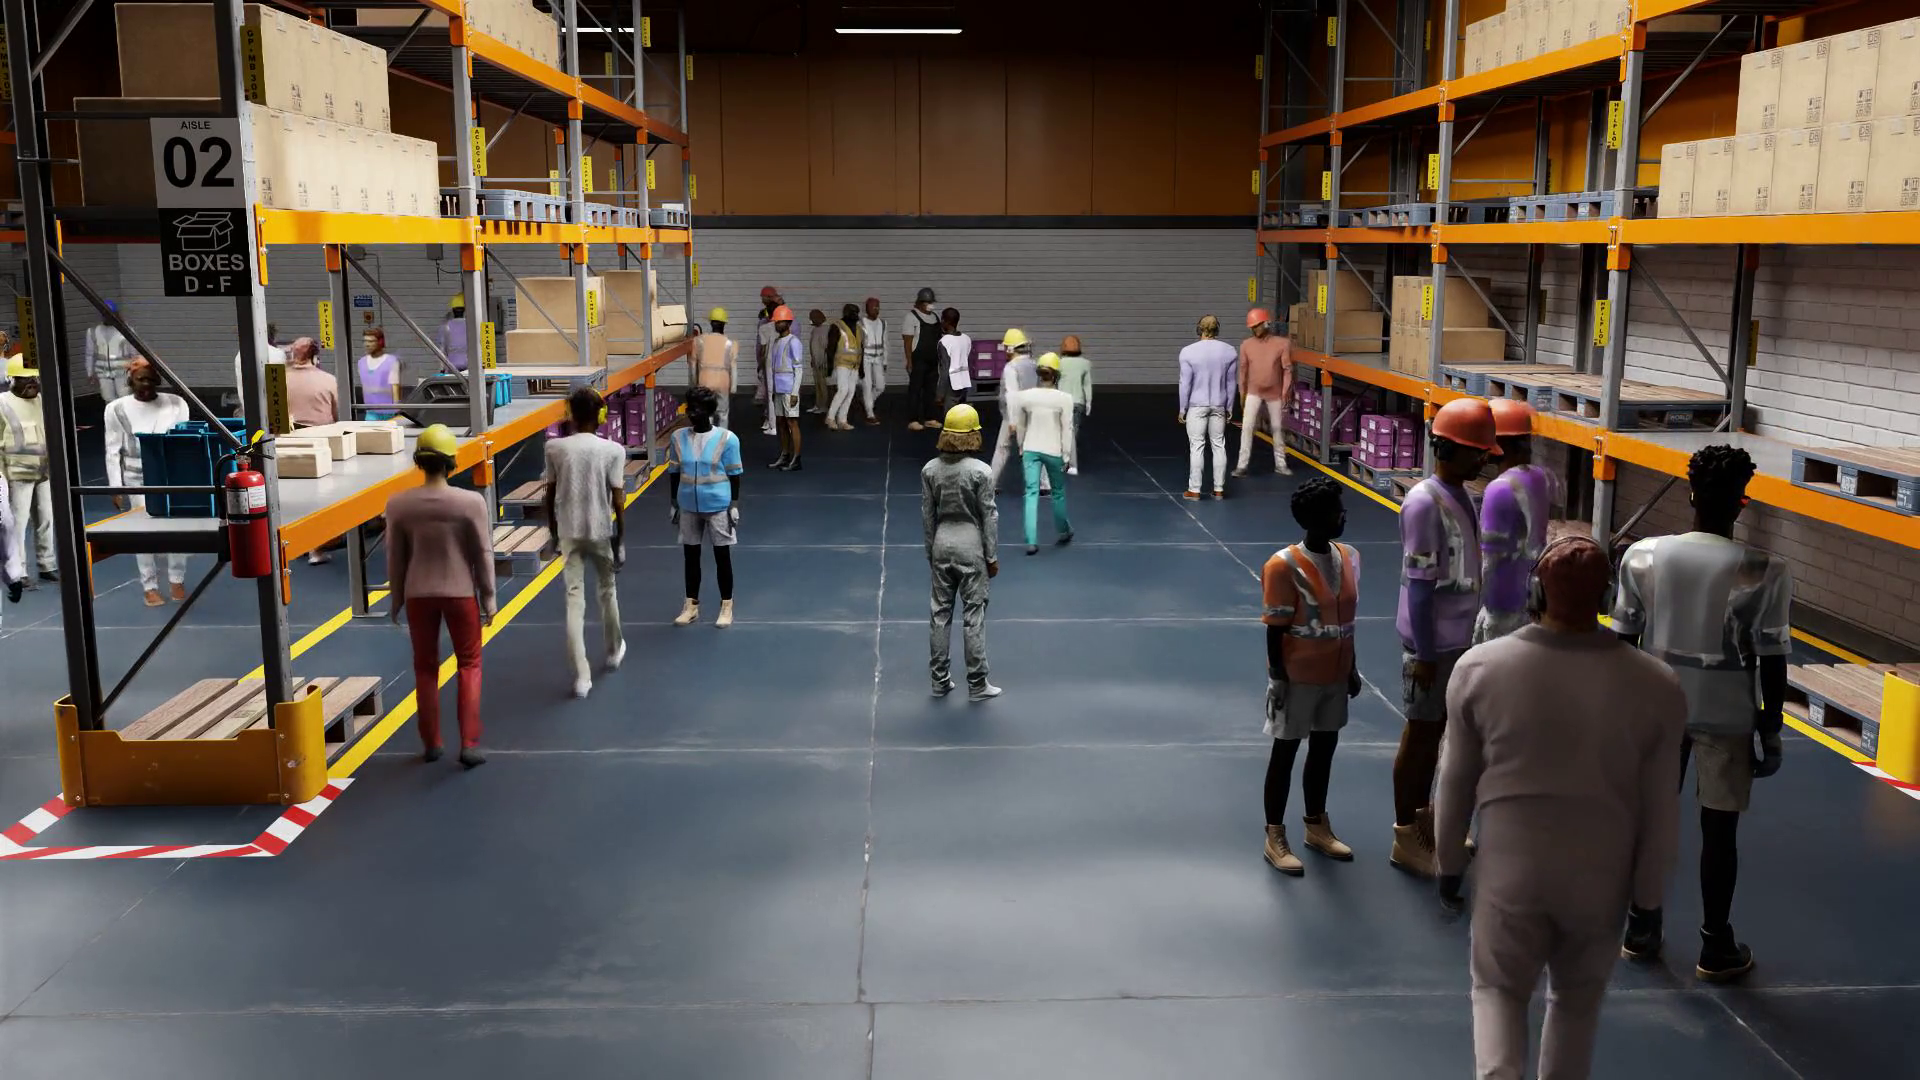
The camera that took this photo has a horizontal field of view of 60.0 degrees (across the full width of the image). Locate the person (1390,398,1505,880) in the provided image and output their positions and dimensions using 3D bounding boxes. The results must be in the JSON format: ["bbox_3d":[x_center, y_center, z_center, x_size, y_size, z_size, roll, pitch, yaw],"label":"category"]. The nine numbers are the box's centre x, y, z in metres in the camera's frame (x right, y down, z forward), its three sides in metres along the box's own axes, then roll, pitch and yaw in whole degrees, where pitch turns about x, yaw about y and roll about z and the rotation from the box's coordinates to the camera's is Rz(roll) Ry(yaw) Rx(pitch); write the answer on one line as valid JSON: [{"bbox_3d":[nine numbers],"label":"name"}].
[{"bbox_3d":[2.069,0.410,7.083,0.391,2.034,0.605,6,12,30],"label":"person"}]

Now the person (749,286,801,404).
[{"bbox_3d":[-3.078,-3.209,27.434,0.891,1.968,0.639,6,12,32],"label":"person"}]

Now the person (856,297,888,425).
[{"bbox_3d":[-1.339,-2.636,24.513,0.591,1.873,0.496,-7,12,-34],"label":"person"}]

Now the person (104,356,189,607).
[{"bbox_3d":[-5.900,-0.423,12.198,0.652,1.860,0.528,-8,13,-36],"label":"person"}]

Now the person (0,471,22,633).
[{"bbox_3d":[-5.417,0.201,8.941,0.640,1.801,0.780,-7,12,-34],"label":"person"}]

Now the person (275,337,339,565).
[{"bbox_3d":[-5.443,-0.754,13.999,0.653,1.884,0.740,0,10,0],"label":"person"}]

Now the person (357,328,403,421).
[{"bbox_3d":[-6.013,-1.313,17.353,0.582,1.807,0.967,4,11,22],"label":"person"}]

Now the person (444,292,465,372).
[{"bbox_3d":[-8.366,-3.247,28.017,0.592,1.833,0.404,-3,11,-16],"label":"person"}]

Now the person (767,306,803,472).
[{"bbox_3d":[-2.064,-1.769,19.484,0.359,1.937,0.552,-7,12,-34],"label":"person"}]

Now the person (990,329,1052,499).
[{"bbox_3d":[0.598,-1.310,17.381,0.944,1.781,0.620,6,12,32],"label":"person"}]

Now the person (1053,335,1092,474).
[{"bbox_3d":[1.253,-1.589,19.451,0.504,1.594,0.830,-4,11,-20],"label":"person"}]

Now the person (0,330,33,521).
[{"bbox_3d":[-9.151,-1.090,15.971,0.514,1.844,0.338,-3,11,-16],"label":"person"}]

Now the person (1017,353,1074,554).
[{"bbox_3d":[0.752,-0.765,14.490,0.540,1.721,0.888,3,11,17],"label":"person"}]

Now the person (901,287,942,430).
[{"bbox_3d":[-0.483,-2.605,23.862,0.688,2.000,0.536,-10,14,-44],"label":"person"}]

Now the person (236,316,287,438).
[{"bbox_3d":[-6.985,-1.284,16.786,0.635,1.936,0.356,5,11,24],"label":"person"}]

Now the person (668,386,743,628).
[{"bbox_3d":[-1.774,-0.228,11.566,0.539,1.698,0.319,3,10,14],"label":"person"}]

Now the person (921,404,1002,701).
[{"bbox_3d":[0.010,0.075,9.761,0.486,1.744,0.294,5,12,28],"label":"person"}]

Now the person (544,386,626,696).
[{"bbox_3d":[-2.257,-0.022,10.102,0.508,1.819,0.957,-1,10,-5],"label":"person"}]

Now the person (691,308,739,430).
[{"bbox_3d":[-3.019,-1.918,20.511,0.595,1.880,1.006,-1,10,-3],"label":"person"}]

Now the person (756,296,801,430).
[{"bbox_3d":[-2.593,-2.517,23.744,0.652,1.906,0.402,1,10,4],"label":"person"}]

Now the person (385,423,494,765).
[{"bbox_3d":[-2.658,0.287,8.543,0.536,1.773,0.349,0,10,-2],"label":"person"}]

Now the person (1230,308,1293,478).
[{"bbox_3d":[3.495,-1.671,19.008,0.648,1.940,0.842,4,11,19],"label":"person"}]

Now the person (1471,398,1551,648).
[{"bbox_3d":[2.610,0.263,8.189,0.636,1.920,0.558,8,13,37],"label":"person"}]

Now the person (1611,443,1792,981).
[{"bbox_3d":[2.696,0.623,6.084,0.617,1.963,0.361,9,13,41],"label":"person"}]

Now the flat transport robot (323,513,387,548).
[{"bbox_3d":[-5.743,-0.144,15.078,0.652,0.197,1.431,1,10,6],"label":"flat transport robot"}]

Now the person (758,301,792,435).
[{"bbox_3d":[-2.570,-2.390,23.160,0.518,1.865,0.330,-5,11,-27],"label":"person"}]

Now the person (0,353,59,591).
[{"bbox_3d":[-7.201,-0.529,12.881,0.404,1.827,0.600,4,11,22],"label":"person"}]

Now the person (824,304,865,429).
[{"bbox_3d":[-1.620,-2.464,23.772,0.429,1.797,0.720,7,12,34],"label":"person"}]

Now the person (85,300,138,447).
[{"bbox_3d":[-11.035,-2.146,21.608,0.627,1.920,0.720,-2,10,-9],"label":"person"}]

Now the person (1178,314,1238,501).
[{"bbox_3d":[2.556,-1.368,17.254,0.630,1.940,0.372,-2,10,-12],"label":"person"}]

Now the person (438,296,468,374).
[{"bbox_3d":[-7.097,-2.516,23.696,0.607,1.919,0.449,-3,11,-16],"label":"person"}]

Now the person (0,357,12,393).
[{"bbox_3d":[-8.775,-0.962,14.990,0.635,1.937,0.353,-6,12,-32],"label":"person"}]

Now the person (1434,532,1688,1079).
[{"bbox_3d":[1.649,0.924,4.642,0.644,1.887,0.805,4,11,19],"label":"person"}]

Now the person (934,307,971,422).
[{"bbox_3d":[-0.077,-1.749,19.423,0.391,1.922,0.588,6,12,31],"label":"person"}]

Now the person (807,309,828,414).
[{"bbox_3d":[-2.229,-2.798,26.067,0.284,1.633,0.499,-4,11,-23],"label":"person"}]

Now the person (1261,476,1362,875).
[{"bbox_3d":[1.510,0.570,7.121,0.541,1.700,0.315,-7,12,-33],"label":"person"}]
